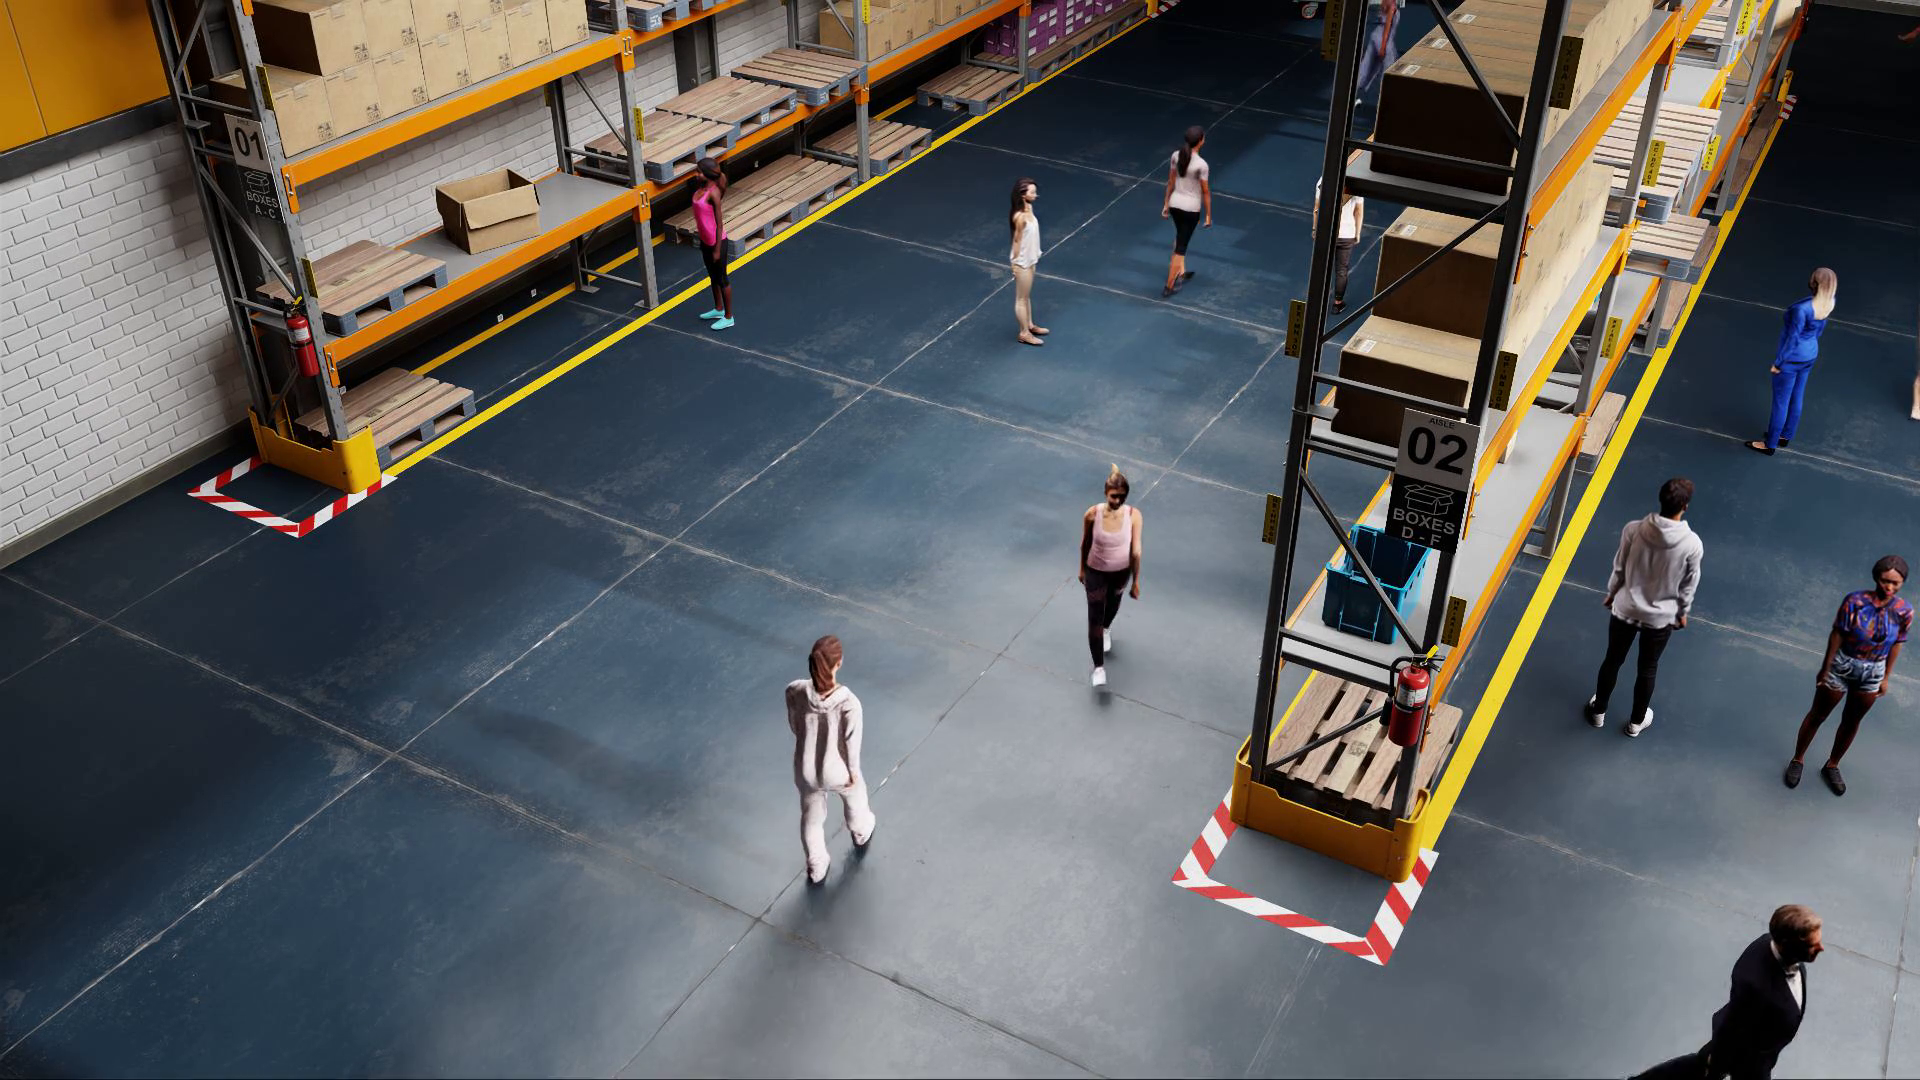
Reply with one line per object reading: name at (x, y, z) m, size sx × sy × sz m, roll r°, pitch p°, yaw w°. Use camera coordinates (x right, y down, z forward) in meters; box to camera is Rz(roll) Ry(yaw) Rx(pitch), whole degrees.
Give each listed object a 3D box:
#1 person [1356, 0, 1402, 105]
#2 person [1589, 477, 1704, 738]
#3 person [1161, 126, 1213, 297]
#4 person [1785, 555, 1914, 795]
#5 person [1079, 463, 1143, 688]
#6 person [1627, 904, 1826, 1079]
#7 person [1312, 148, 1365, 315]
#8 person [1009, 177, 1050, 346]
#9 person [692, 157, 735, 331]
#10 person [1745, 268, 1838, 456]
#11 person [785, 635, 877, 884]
person at (5.387, -6.418, 21.522) m, size 1.024 × 1.656 × 1.082 m, roll 2°, pitch 34°, yaw 2°
person at (4.511, 0.444, 10.953) m, size 0.675 × 1.928 × 0.549 m, roll 17°, pitch 37°, yaw 23°
person at (2.200, -3.295, 16.758) m, size 0.907 × 1.729 × 0.784 m, roll -27°, pitch 42°, yaw -35°
person at (5.651, 0.843, 10.520) m, size 0.645 × 1.743 × 0.607 m, roll 8°, pitch 34°, yaw 11°
person at (1.035, 0.168, 11.665) m, size 0.917 × 1.600 × 1.129 m, roll 1°, pitch 34°, yaw 1°
person at (3.776, 2.395, 8.151) m, size 0.877 × 1.781 × 1.146 m, roll 24°, pitch 41°, yaw 32°
person at (3.713, -3.064, 16.416) m, size 0.671 × 1.722 × 0.605 m, roll 10°, pitch 35°, yaw 15°
person at (0.597, -2.677, 15.896) m, size 0.680 × 1.654 × 0.630 m, roll -6°, pitch 34°, yaw -9°
person at (-2.388, -2.896, 16.162) m, size 0.690 × 1.723 × 0.652 m, roll -17°, pitch 37°, yaw -24°
person at (7.112, -1.525, 14.121) m, size 0.636 × 1.701 × 0.760 m, roll -20°, pitch 39°, yaw -28°
person at (-0.824, 1.361, 9.813) m, size 0.783 × 1.663 × 0.939 m, roll 7°, pitch 34°, yaw 10°
